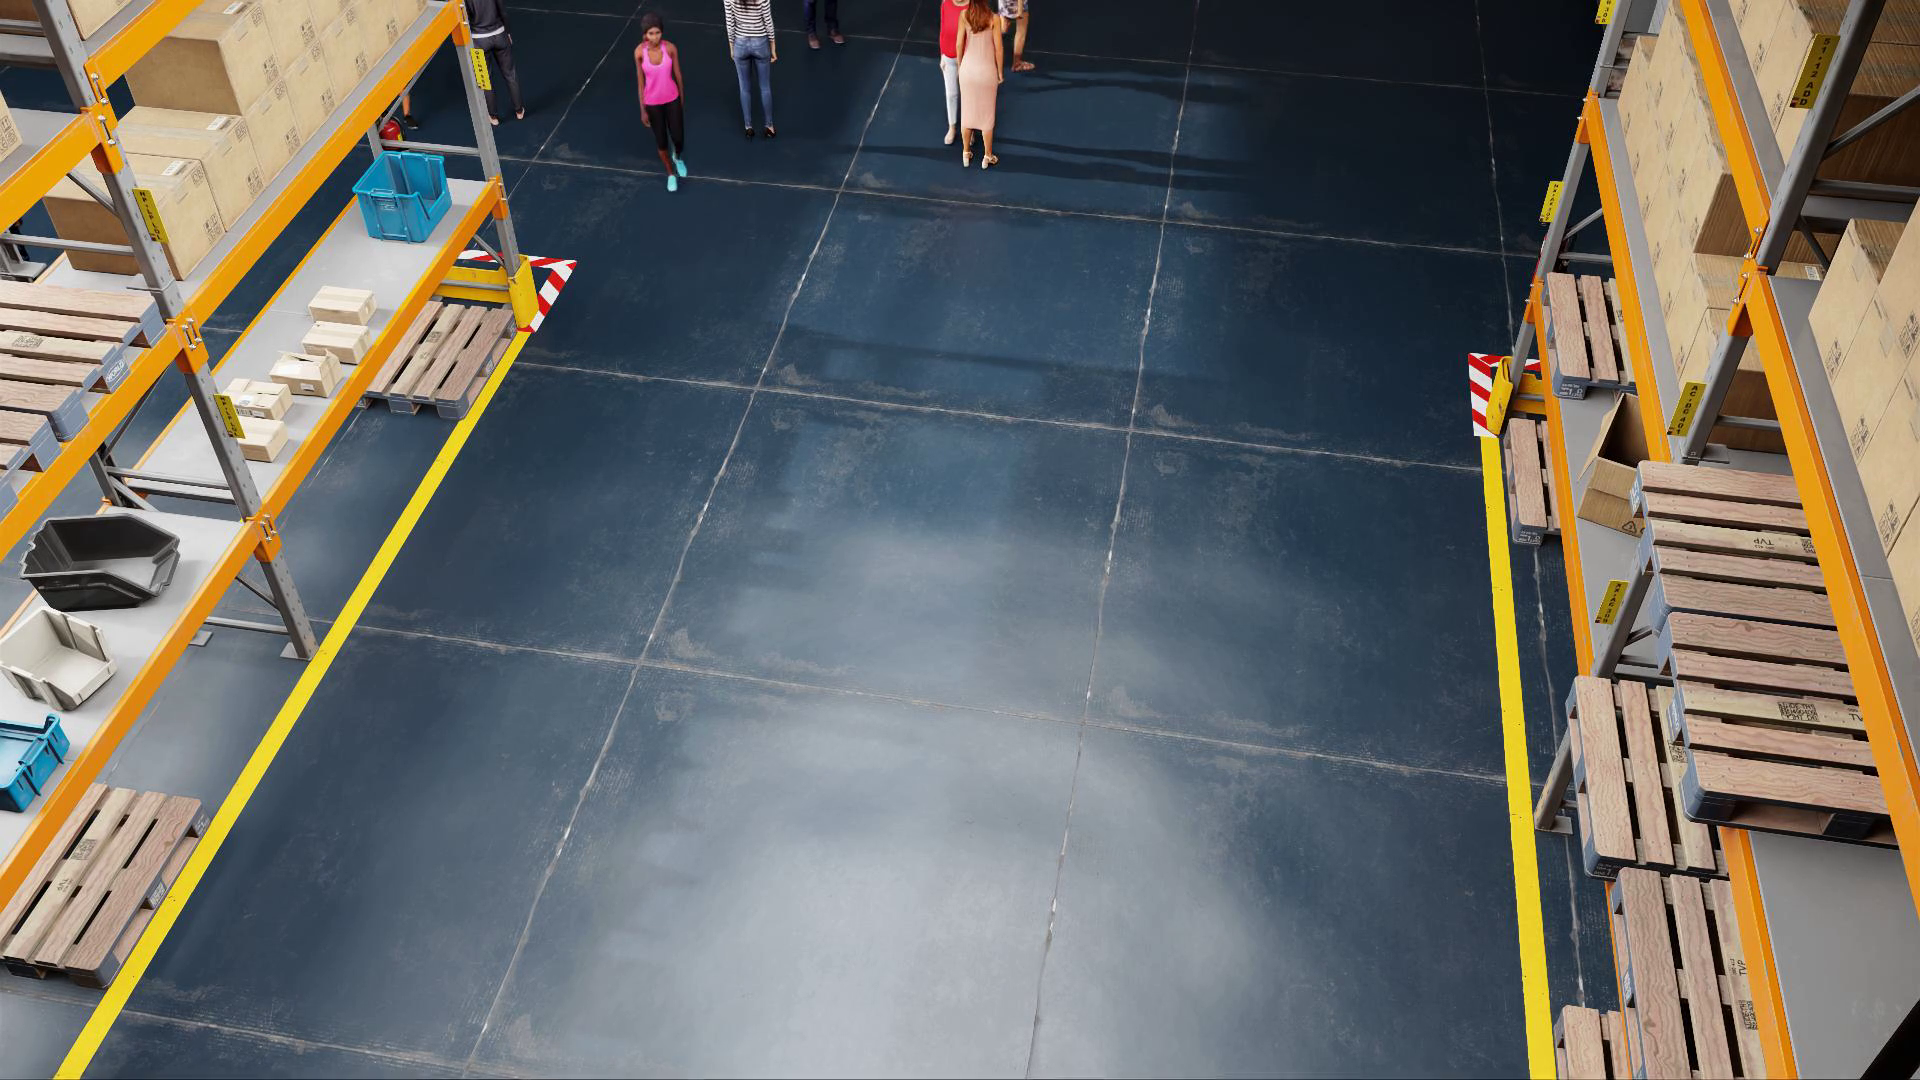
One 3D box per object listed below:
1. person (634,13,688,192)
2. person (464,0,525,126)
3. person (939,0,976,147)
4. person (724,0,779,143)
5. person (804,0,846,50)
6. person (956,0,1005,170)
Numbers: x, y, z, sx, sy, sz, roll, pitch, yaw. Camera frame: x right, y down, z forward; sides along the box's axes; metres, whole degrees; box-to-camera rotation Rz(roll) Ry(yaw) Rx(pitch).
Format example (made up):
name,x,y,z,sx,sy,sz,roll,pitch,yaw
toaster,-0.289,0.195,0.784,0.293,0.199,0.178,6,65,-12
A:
name,x,y,z,sx,sy,sz,roll,pitch,yaw
person,-2.685,-3.979,14.962,0.657,1.714,0.729,-7,44,-7
person,-4.480,-4.785,15.800,0.681,1.724,0.709,-19,47,-19
person,-0.002,-4.486,15.509,0.547,1.694,0.541,10,45,11
person,-1.941,-4.559,15.510,0.602,1.797,0.511,2,44,2
person,-1.443,-5.935,16.922,0.863,1.843,0.894,-20,47,-20
person,0.166,-4.252,15.164,0.624,1.831,0.570,14,45,14
